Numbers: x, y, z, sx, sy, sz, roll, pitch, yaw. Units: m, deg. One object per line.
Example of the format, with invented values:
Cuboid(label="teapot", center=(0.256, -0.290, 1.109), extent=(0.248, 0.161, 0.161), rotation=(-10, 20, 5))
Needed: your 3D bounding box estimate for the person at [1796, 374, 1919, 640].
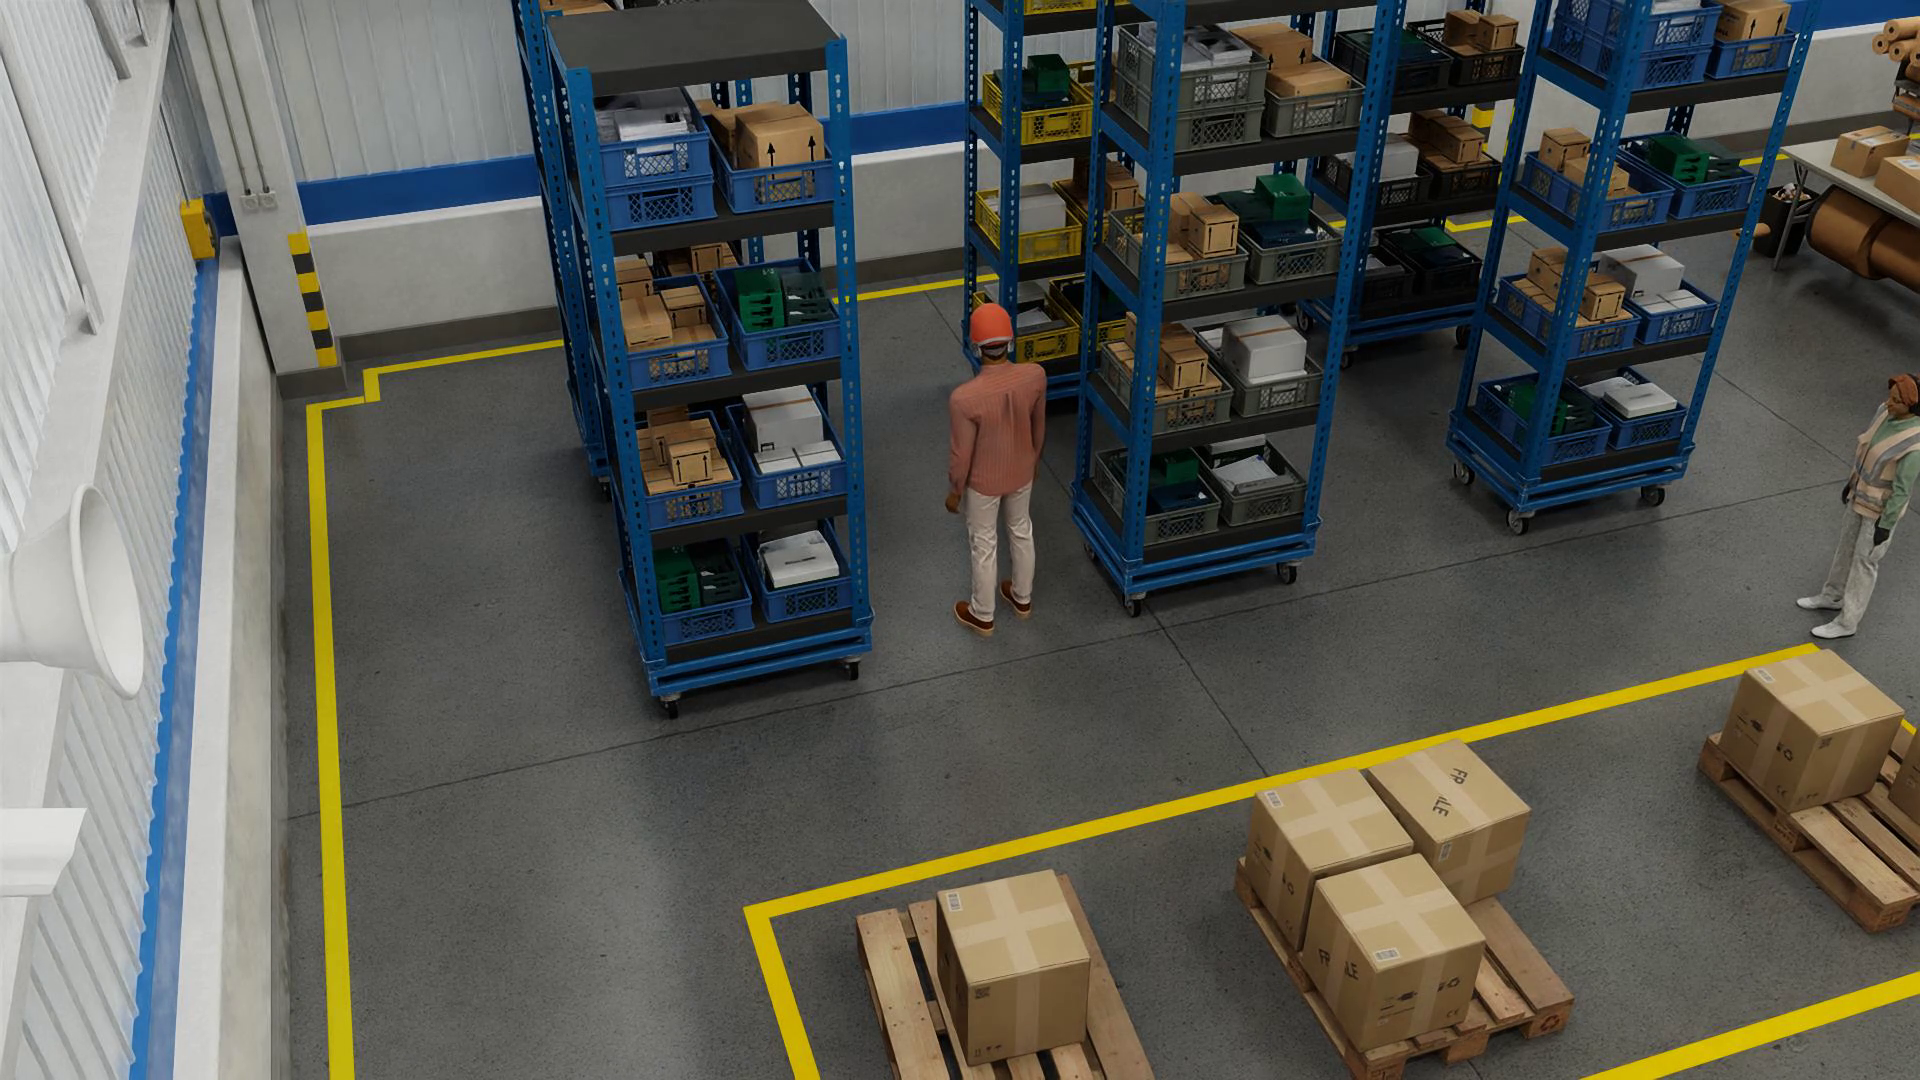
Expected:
Cuboid(label="person", center=(5.011, -0.189, 9.128), extent=(0.312, 1.634, 0.514), rotation=(3, 35, 4))

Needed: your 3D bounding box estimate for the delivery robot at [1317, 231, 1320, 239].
Cuboid(label="delivery robot", center=(2.571, -2.172, 12.788), extent=(0.707, 0.478, 0.477), rotation=(-26, 43, -32))

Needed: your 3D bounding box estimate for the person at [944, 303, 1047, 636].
Cuboid(label="person", center=(0.186, -0.370, 9.078), extent=(0.608, 1.988, 0.392), rotation=(-20, 40, -26))
